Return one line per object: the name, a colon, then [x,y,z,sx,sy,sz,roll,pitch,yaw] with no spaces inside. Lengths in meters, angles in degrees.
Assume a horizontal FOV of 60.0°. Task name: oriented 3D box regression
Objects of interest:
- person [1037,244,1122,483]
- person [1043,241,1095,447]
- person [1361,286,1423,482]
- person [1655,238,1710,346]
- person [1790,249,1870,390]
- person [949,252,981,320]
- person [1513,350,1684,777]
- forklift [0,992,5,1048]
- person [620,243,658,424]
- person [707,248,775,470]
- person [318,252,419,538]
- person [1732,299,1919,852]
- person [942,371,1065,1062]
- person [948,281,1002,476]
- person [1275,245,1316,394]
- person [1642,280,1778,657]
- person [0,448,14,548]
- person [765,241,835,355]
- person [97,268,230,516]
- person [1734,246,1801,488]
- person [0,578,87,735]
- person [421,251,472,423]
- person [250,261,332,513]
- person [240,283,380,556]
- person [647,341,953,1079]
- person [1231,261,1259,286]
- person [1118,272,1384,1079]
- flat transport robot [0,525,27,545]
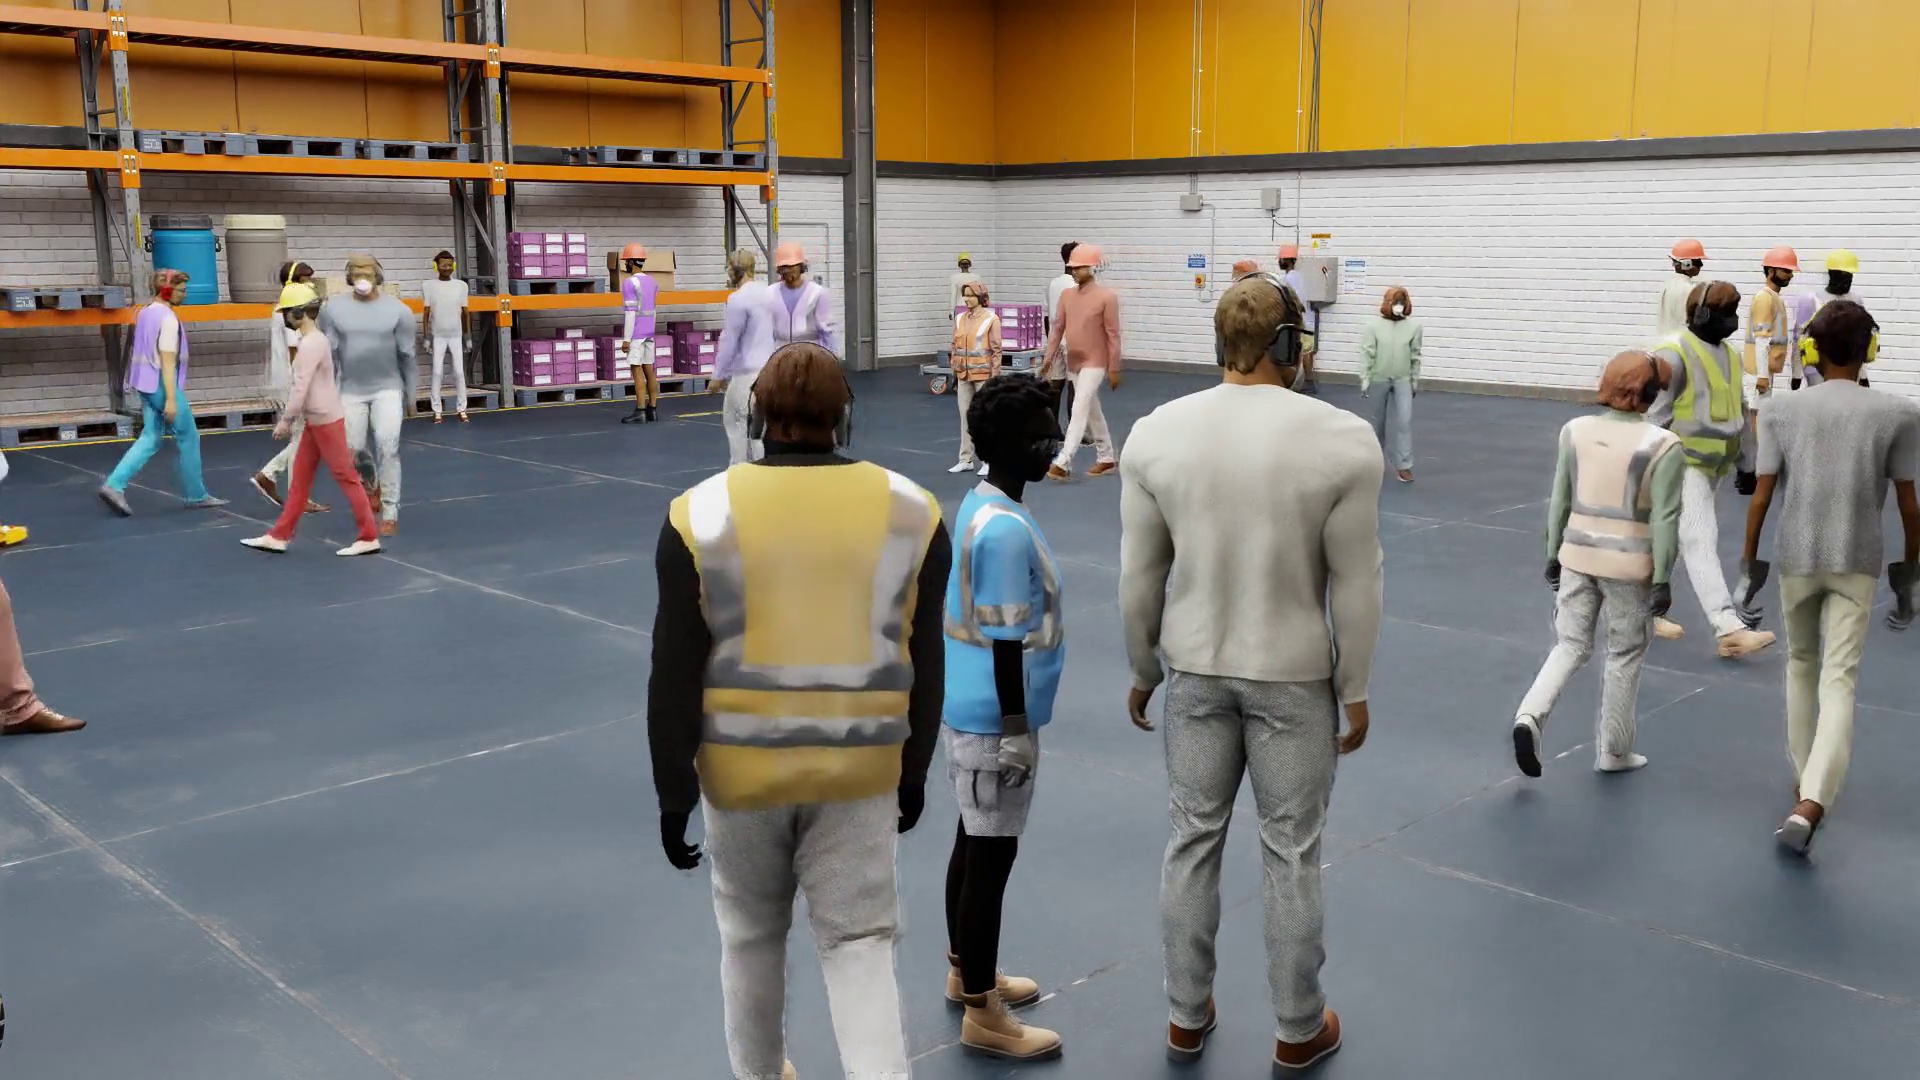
person: [0.984,-1.452,13.719,1.041,1.936,0.633,-8,13,-38]
person: [1.044,-1.872,15.962,0.370,1.963,0.608,-8,13,-37]
person: [3.553,-1.271,13.687,0.514,1.602,0.778,1,10,5]
person: [6.148,-1.571,14.237,0.382,1.995,0.612,1,10,4]
person: [6.994,-1.349,13.245,0.602,1.908,0.611,-3,11,-17]
person: [0.075,-3.487,25.313,0.528,1.765,0.327,-4,11,-21]
person: [2.332,0.112,6.093,0.653,1.616,0.534,-8,13,-36]
forklift: [-3.245,0.323,3.363,2.313,2.155,1.214,2,11,13]
person: [-3.479,-2.221,17.935,0.357,1.937,0.551,4,11,20]
person: [-1.755,-1.278,12.838,0.708,1.921,0.634,2,11,10]
person: [-4.012,-1.006,11.382,0.636,1.922,0.774,-2,11,-10]
person: [2.910,0.111,5.578,0.562,1.825,0.916,7,13,34]
person: [0.103,0.427,4.144,0.319,1.698,0.526,-1,10,-4]
person: [0.132,-1.364,14.076,0.523,1.639,0.306,9,13,39]
person: [4.126,-2.812,21.279,0.996,1.886,0.570,4,11,22]
person: [3.676,-0.348,8.098,0.654,1.796,0.933,-8,13,-36]
person: [-6.303,-0.786,10.629,0.359,1.755,0.525,-6,12,-31]
person: [-1.330,-1.479,13.848,0.631,1.983,0.894,3,11,14]
person: [-5.847,-1.068,12.063,0.586,1.799,0.876,10,15,44]
person: [6.472,-1.374,13.327,0.370,1.933,0.550,6,12,28]
person: [-4.095,-0.076,6.468,0.991,1.865,0.628,-3,11,-14]
person: [-5.554,-2.193,18.010,0.509,1.860,0.319,-4,11,-22]
person: [-4.846,-1.084,12.013,0.477,1.842,0.522,-4,11,-21]
person: [-4.099,-0.728,10.378,0.884,1.714,0.516,-4,11,-19]
person: [-0.325,0.498,3.476,0.637,1.816,0.775,-2,11,-8]
person: [2.236,-1.271,13.087,1.030,1.819,0.578,-7,13,-35]
person: [0.690,0.334,4.012,0.629,1.937,0.379,5,11,23]
flat transport robot: [-6.527,0.020,10.266,0.652,0.197,1.431,1,10,5]
